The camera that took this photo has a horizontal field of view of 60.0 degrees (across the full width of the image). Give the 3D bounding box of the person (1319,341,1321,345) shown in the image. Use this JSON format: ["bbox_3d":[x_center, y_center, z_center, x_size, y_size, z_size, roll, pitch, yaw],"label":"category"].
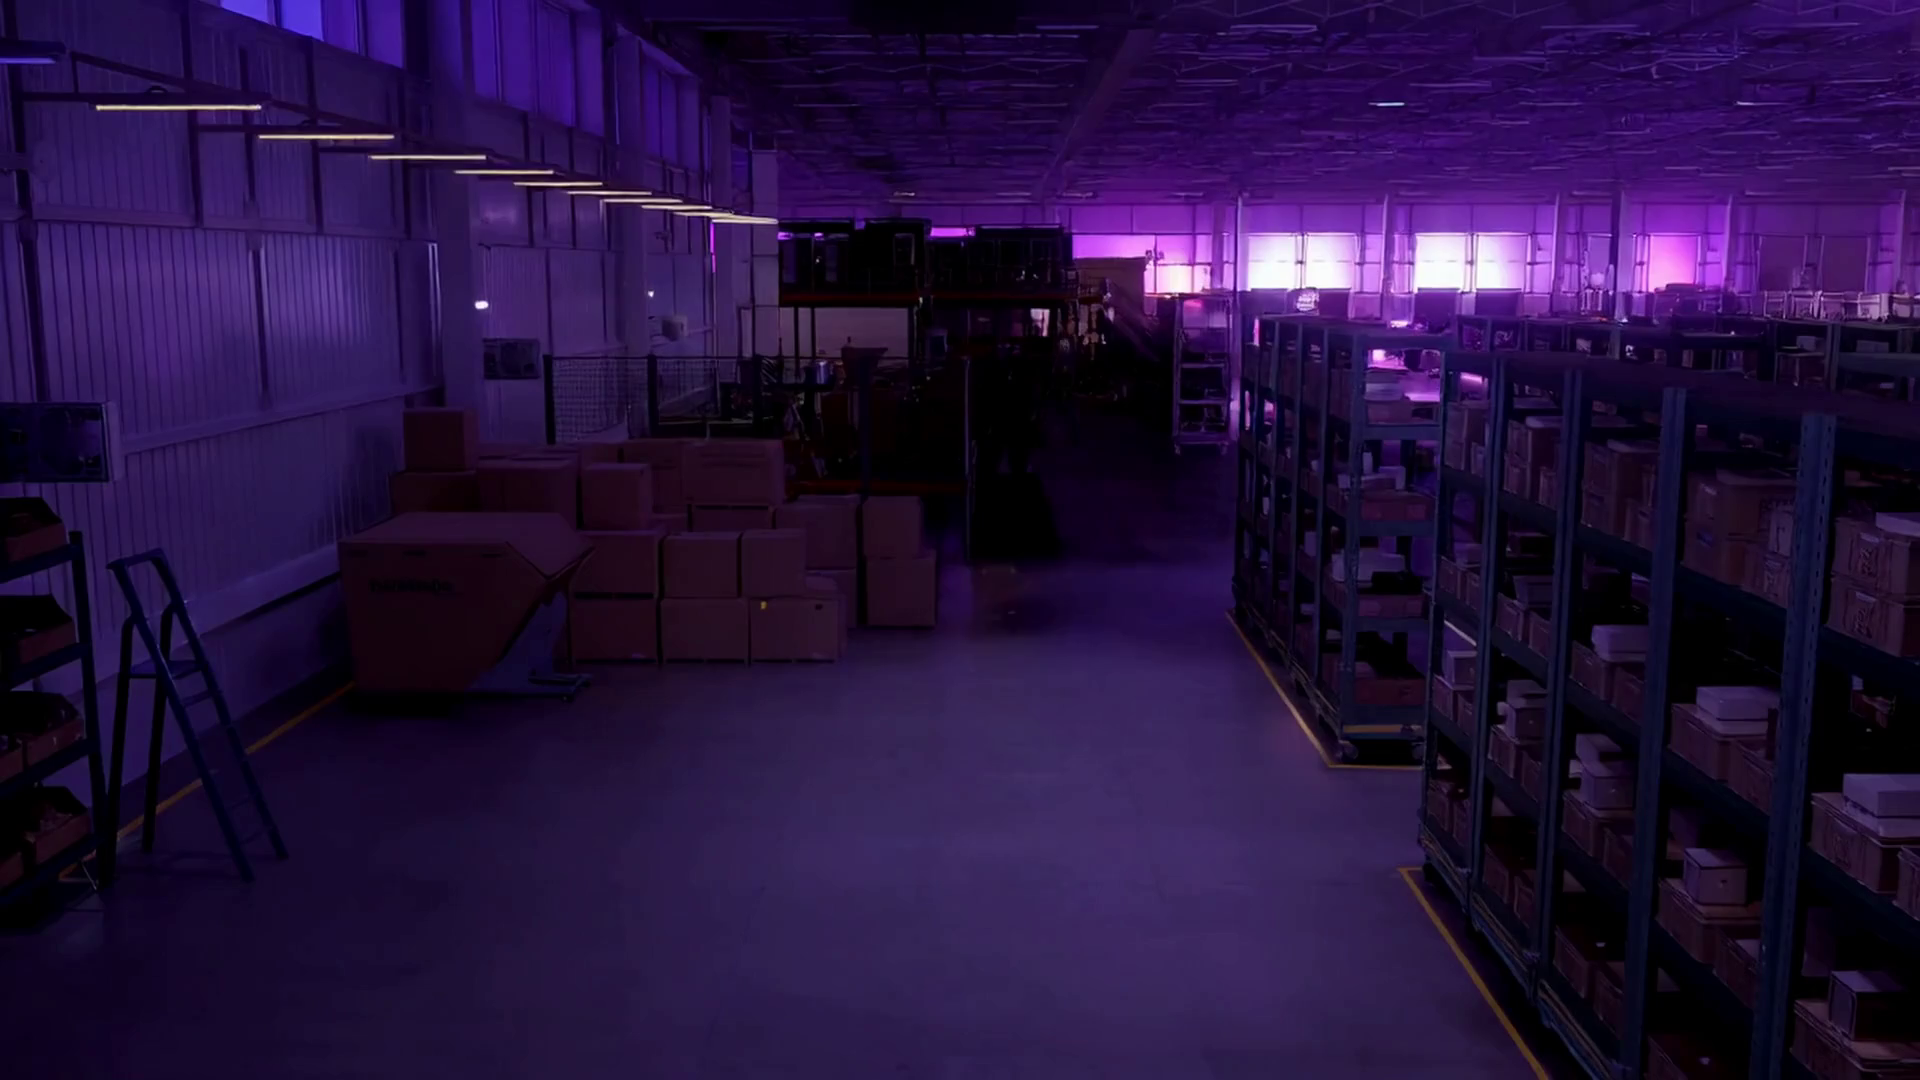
[{"bbox_3d":[16.579,-8.976,75.259,0.931,1.806,0.637,-8,12,-42],"label":"person"}]

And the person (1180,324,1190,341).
[{"bbox_3d":[13.061,-12.586,97.233,0.871,1.905,0.538,-7,12,-37],"label":"person"}]

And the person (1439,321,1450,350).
[{"bbox_3d":[21.765,-8.933,74.865,0.429,1.844,0.624,-1,9,-9],"label":"person"}]

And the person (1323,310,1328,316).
[{"bbox_3d":[20.084,-11.722,91.774,0.623,1.936,0.532,-8,12,-41],"label":"person"}]

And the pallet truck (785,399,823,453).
[{"bbox_3d":[-3.814,-2.432,36.419,1.630,1.274,0.653,0,9,1],"label":"pallet truck"}]

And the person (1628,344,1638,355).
[{"bbox_3d":[24.223,-6.528,59.415,0.684,2.000,0.535,7,12,37],"label":"person"}]

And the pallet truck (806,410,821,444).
[{"bbox_3d":[-3.559,-2.018,33.905,1.522,1.261,0.704,0,9,-1],"label":"pallet truck"}]

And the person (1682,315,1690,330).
[{"bbox_3d":[38.928,-11.226,89.320,0.539,1.730,0.807,-1,9,-9],"label":"person"}]

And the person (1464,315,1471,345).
[{"bbox_3d":[24.955,-10.175,82.267,0.757,1.919,0.660,1,9,9],"label":"person"}]

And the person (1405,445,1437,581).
[{"bbox_3d":[6.111,-0.344,21.977,0.439,1.809,0.618,-5,10,-27],"label":"person"}]

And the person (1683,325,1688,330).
[{"bbox_3d":[37.850,-10.815,87.021,0.768,1.673,0.539,2,9,13],"label":"person"}]

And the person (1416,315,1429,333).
[{"bbox_3d":[22.499,-9.968,80.983,0.587,1.928,0.363,3,10,20],"label":"person"}]

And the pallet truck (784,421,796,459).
[{"bbox_3d":[-4.013,-1.793,32.705,1.601,1.201,0.680,0,9,1],"label":"pallet truck"}]

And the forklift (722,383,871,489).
[{"bbox_3d":[-2.893,-1.687,28.729,2.680,1.987,1.157,0,9,-1],"label":"forklift"}]

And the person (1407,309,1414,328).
[{"bbox_3d":[25.639,-12.208,94.832,0.394,1.921,0.584,7,11,36],"label":"person"}]

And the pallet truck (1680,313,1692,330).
[{"bbox_3d":[36.315,-10.531,84.244,0.823,1.965,1.885,-6,11,-33],"label":"pallet truck"}]

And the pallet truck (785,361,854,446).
[{"bbox_3d":[-3.410,-3.193,38.978,1.885,1.965,0.823,0,9,-1],"label":"pallet truck"}]

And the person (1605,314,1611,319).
[{"bbox_3d":[32.414,-10.337,83.223,1.030,1.940,0.609,-6,11,-33],"label":"person"}]

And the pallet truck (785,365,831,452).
[{"bbox_3d":[-3.774,-2.976,37.635,1.885,1.965,0.823,1,9,5],"label":"pallet truck"}]

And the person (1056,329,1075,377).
[{"bbox_3d":[4.085,-7.257,64.465,0.651,1.862,0.590,2,9,12],"label":"person"}]

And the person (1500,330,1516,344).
[{"bbox_3d":[21.452,-7.478,65.391,0.950,2.000,0.626,-6,11,-33],"label":"person"}]

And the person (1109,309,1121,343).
[{"bbox_3d":[8.664,-11.994,93.454,1.041,1.954,0.627,-6,11,-32],"label":"person"}]

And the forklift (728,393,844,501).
[{"bbox_3d":[-2.979,-1.316,26.476,2.680,1.987,1.157,0,9,1],"label":"forklift"}]

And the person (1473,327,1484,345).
[{"bbox_3d":[22.759,-8.628,72.937,0.506,1.859,0.394,6,11,34],"label":"person"}]

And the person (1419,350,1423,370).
[{"bbox_3d":[14.016,-5.060,51.294,0.884,1.725,0.538,-3,10,-19],"label":"person"}]
